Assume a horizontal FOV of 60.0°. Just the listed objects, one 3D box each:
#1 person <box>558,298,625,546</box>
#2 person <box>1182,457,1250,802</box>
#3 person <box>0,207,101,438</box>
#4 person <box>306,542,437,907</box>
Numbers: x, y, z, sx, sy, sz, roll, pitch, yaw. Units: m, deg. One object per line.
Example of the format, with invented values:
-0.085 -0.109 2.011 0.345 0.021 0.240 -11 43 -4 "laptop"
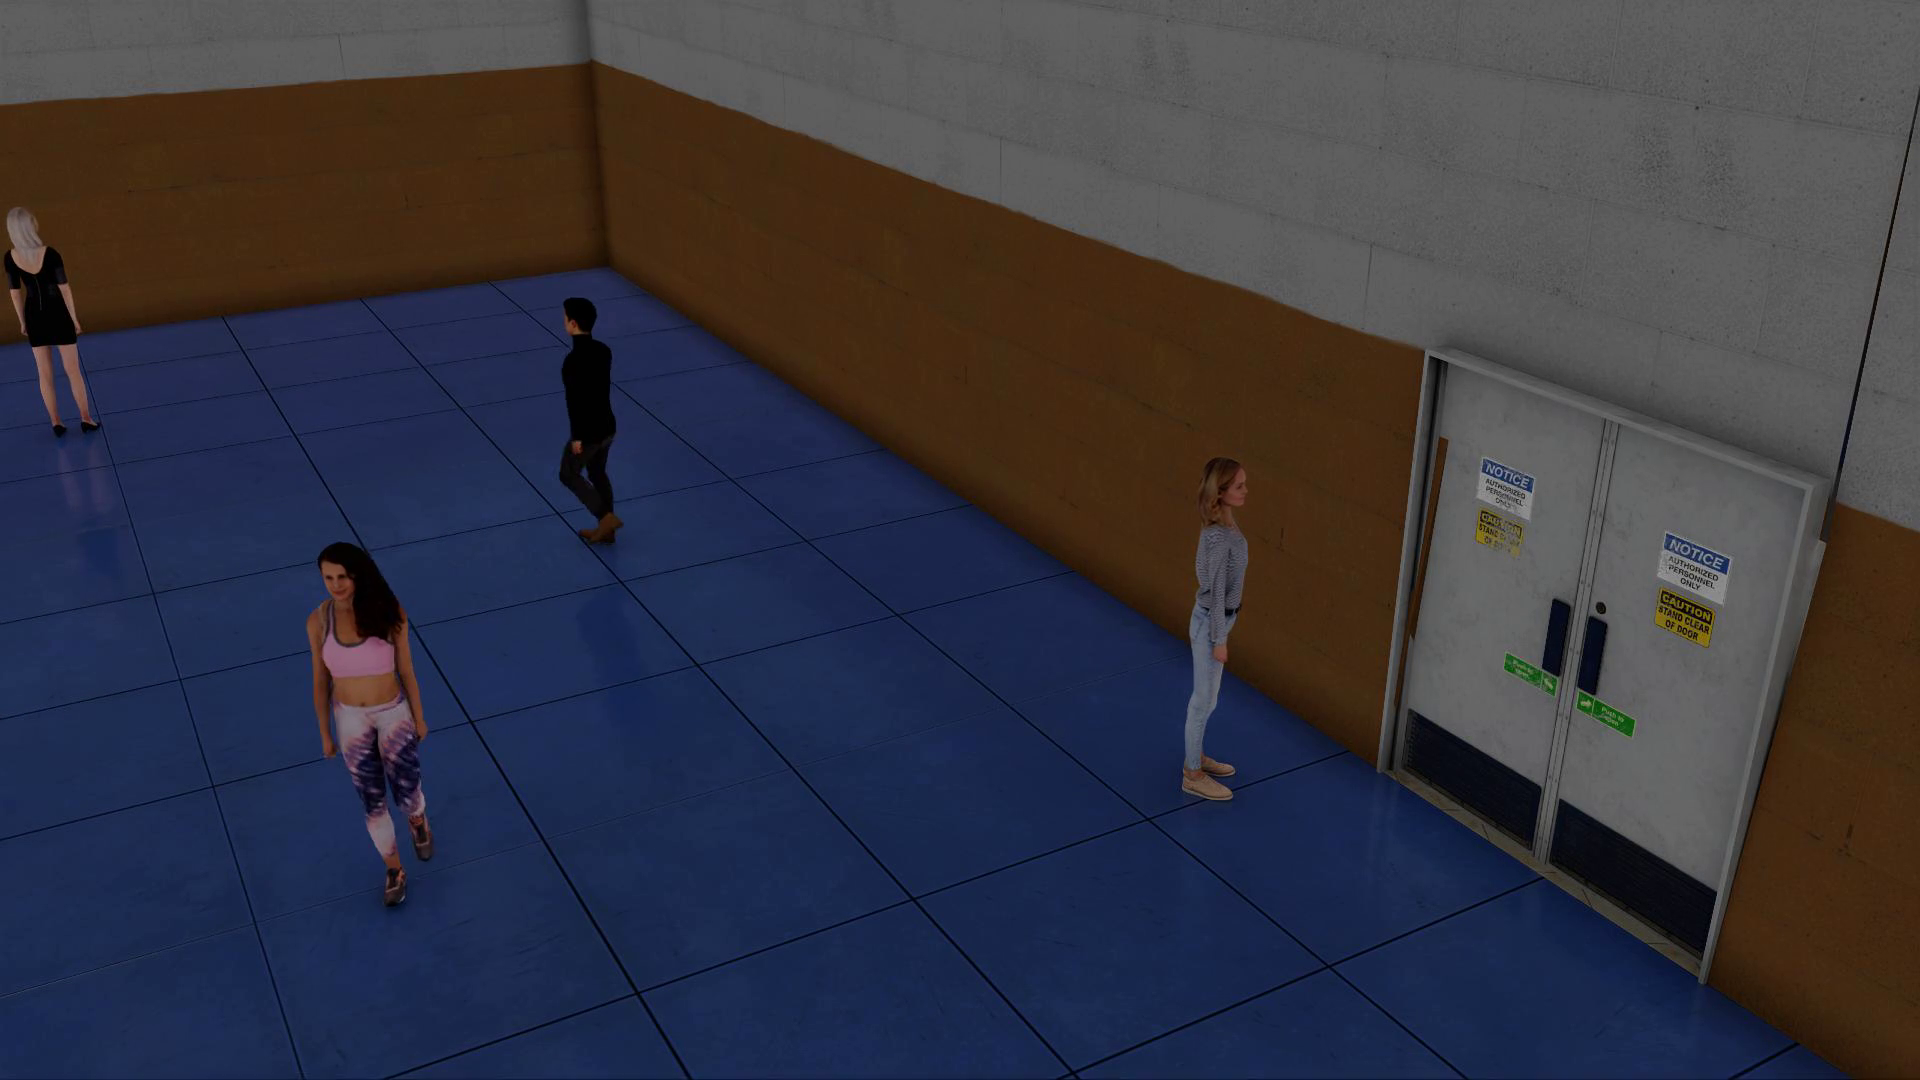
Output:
-2.411 -0.754 11.068 0.845 1.711 0.771 8 25 18 "person"
1.257 0.432 8.252 0.710 1.796 0.661 5 24 11 "person"
-7.188 -1.714 13.115 0.548 1.829 0.696 -5 24 -11 "person"
-2.623 0.791 7.483 0.745 1.755 0.782 -5 24 -10 "person"
